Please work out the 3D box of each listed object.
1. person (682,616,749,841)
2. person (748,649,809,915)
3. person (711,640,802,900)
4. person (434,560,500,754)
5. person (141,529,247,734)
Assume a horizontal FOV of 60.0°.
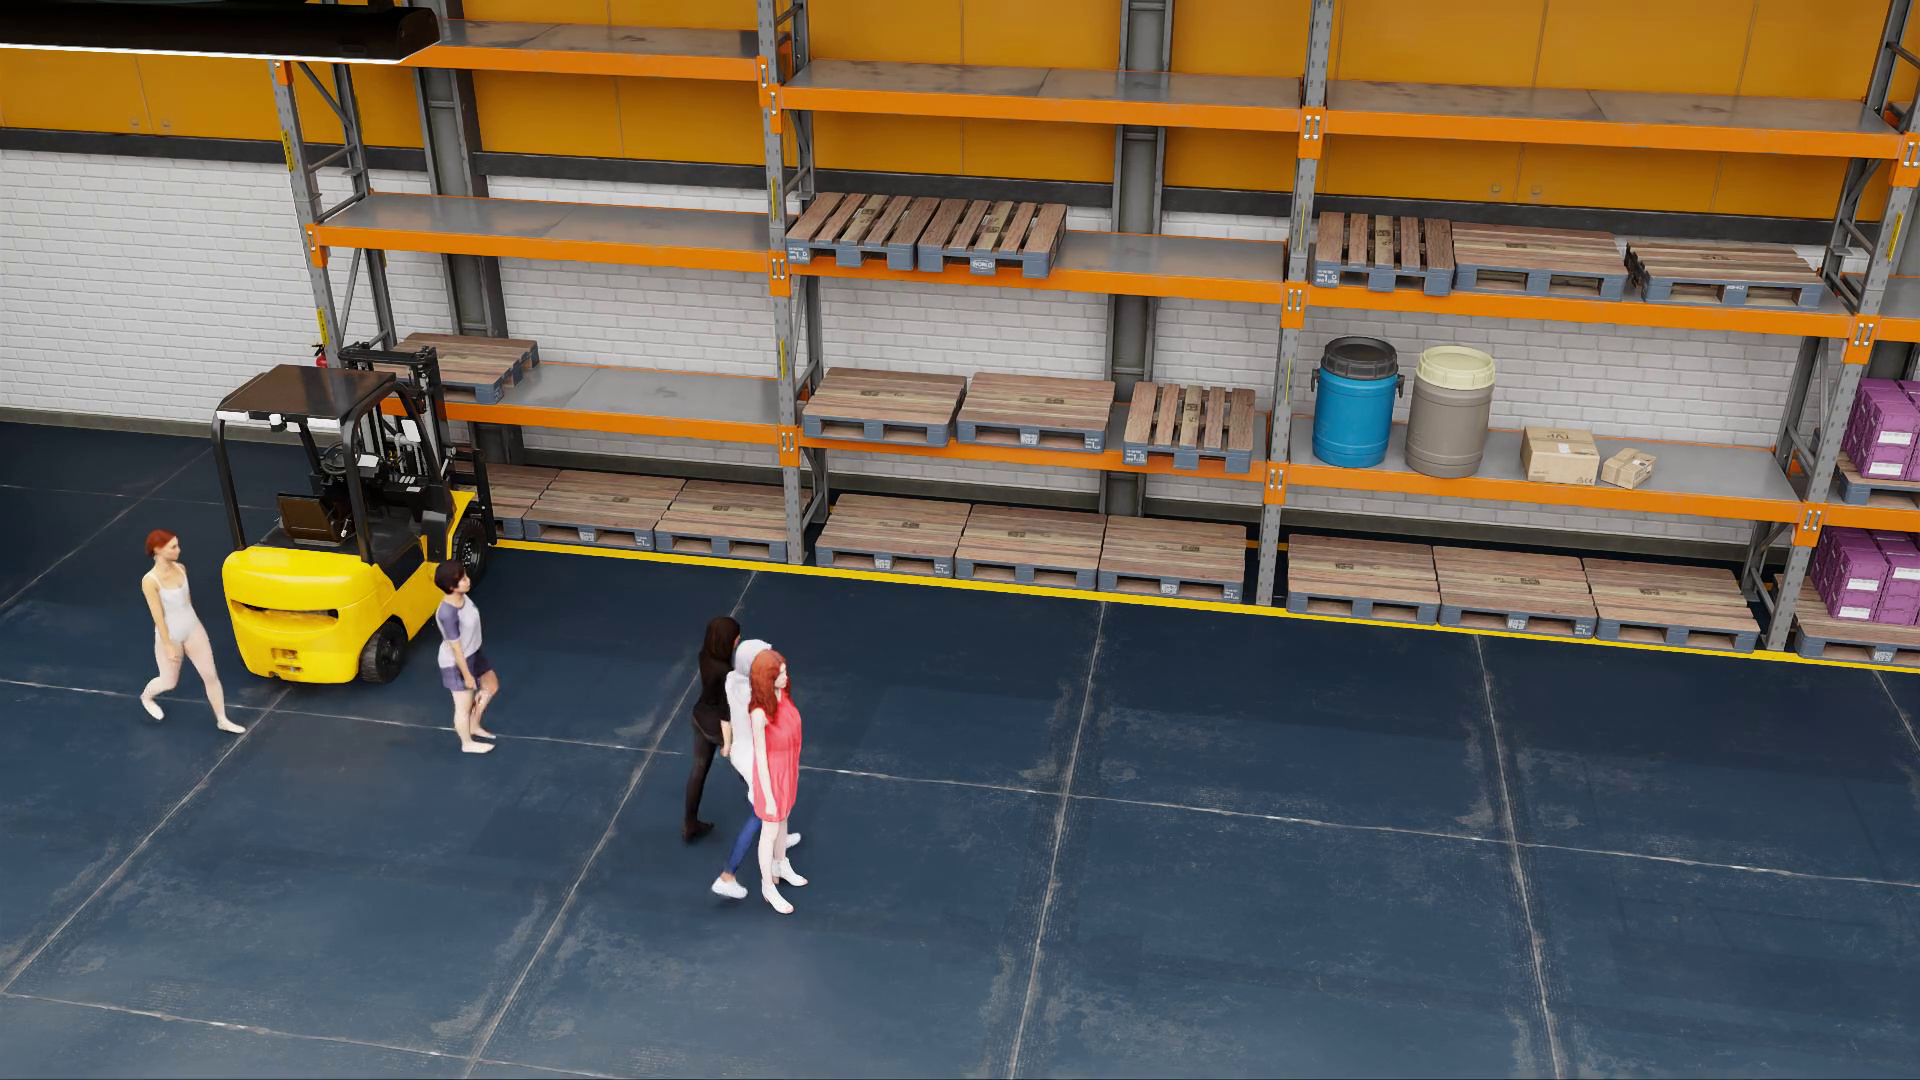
[{"bbox_3d":[-1.653,1.249,10.806,1.043,1.598,1.040,-22,35,-34],"label":"person"},{"bbox_3d":[-1.133,1.456,10.188,0.526,1.828,0.614,8,30,14],"label":"person"},{"bbox_3d":[-1.317,1.431,10.313,1.099,1.750,1.077,-21,35,-33],"label":"person"},{"bbox_3d":[-3.547,0.827,11.628,0.622,1.553,0.627,-1,29,-2],"label":"person"},{"bbox_3d":[-5.635,0.683,11.835,1.078,1.607,0.712,13,31,22],"label":"person"}]
